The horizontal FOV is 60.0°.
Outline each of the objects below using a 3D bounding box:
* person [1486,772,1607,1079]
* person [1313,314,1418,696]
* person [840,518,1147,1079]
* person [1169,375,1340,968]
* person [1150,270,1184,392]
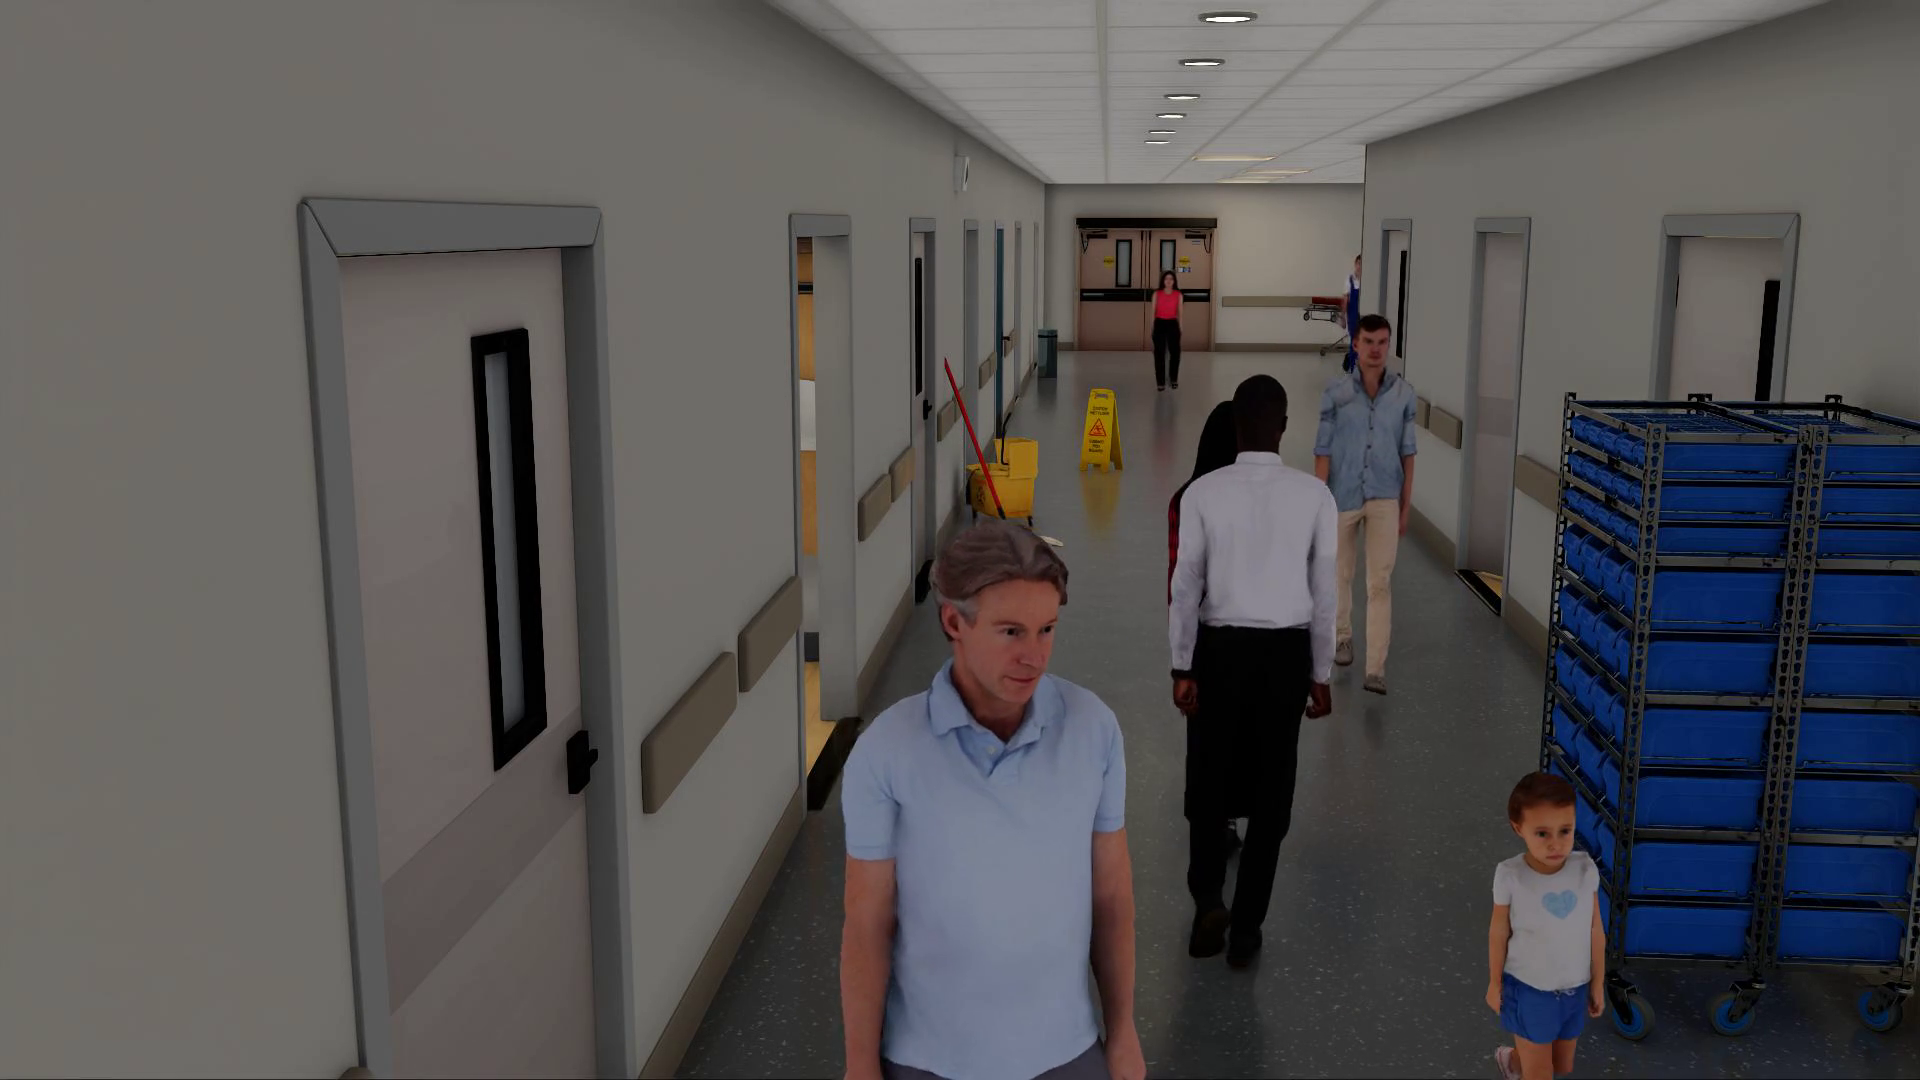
[{"bbox_3d":[1.394,1.033,4.009,0.496,1.005,0.682,-1,11,-6],"label":"person"},{"bbox_3d":[1.980,-0.177,8.267,0.723,1.797,1.253,2,11,9],"label":"person"},{"bbox_3d":[0.036,0.837,2.866,0.814,1.818,0.848,-3,11,-14],"label":"person"},{"bbox_3d":[0.862,0.440,4.951,0.719,1.820,0.892,2,11,12],"label":"person"},{"bbox_3d":[2.811,-2.863,22.815,0.581,1.650,0.601,1,11,5],"label":"person"}]
